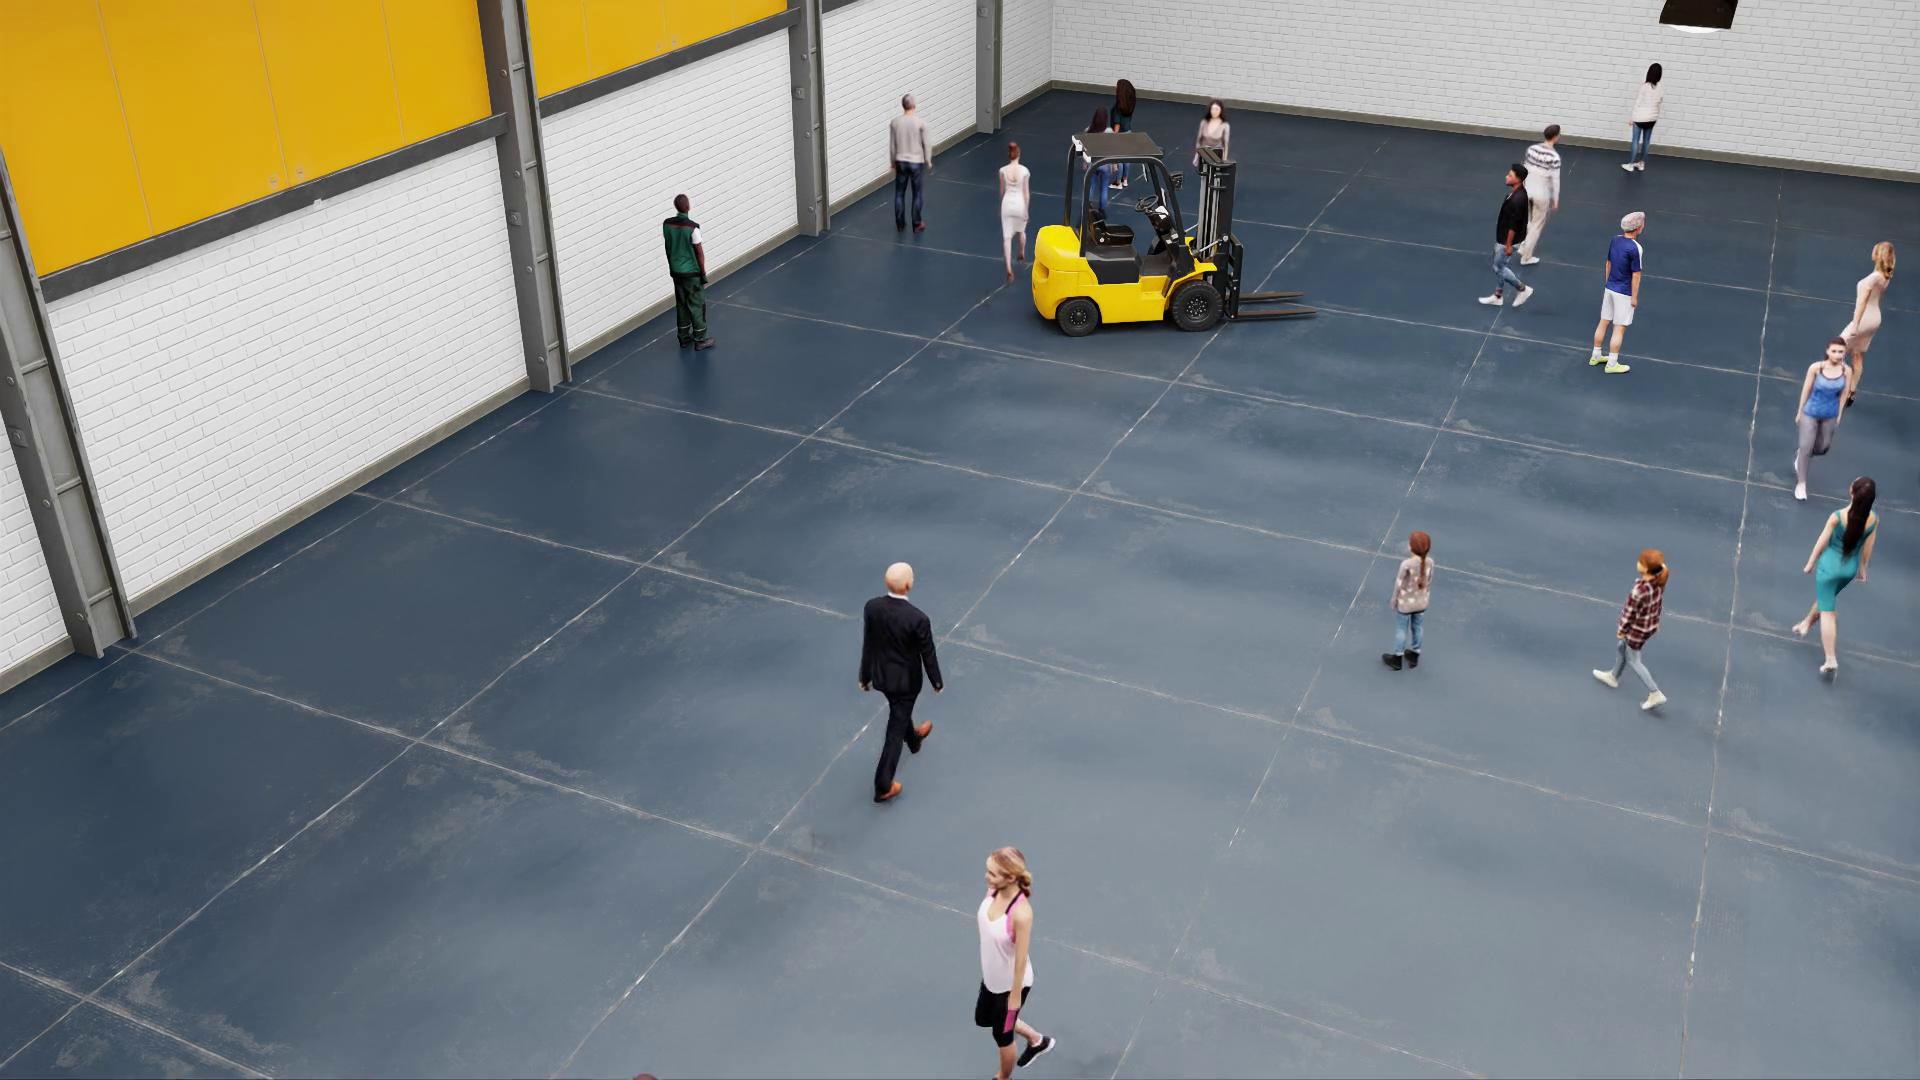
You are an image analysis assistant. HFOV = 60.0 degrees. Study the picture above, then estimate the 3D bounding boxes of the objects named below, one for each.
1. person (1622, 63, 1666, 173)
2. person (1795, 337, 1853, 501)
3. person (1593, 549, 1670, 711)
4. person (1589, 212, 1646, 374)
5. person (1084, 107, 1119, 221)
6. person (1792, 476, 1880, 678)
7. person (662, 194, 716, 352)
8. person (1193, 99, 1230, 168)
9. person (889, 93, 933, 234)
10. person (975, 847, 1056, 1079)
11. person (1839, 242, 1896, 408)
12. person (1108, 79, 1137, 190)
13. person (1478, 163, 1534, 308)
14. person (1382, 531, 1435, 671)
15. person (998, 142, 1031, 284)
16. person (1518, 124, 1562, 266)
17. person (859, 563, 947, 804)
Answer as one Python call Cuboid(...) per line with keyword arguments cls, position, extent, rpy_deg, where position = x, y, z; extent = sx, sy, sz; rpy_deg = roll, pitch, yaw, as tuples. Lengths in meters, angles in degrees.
Cuboid(cls="person", position=(10.594, -6.532, 25.691), extent=(0.706, 1.639, 0.744), rpy_deg=(-7, 29, -12))
Cuboid(cls="person", position=(8.239, -1.206, 15.975), extent=(0.683, 1.594, 0.967), rpy_deg=(6, 29, 11))
Cuboid(cls="person", position=(5.289, 0.694, 12.810), extent=(0.911, 1.289, 0.842), rpy_deg=(-21, 35, -33))
Cuboid(cls="person", position=(7.392, -2.787, 18.618), extent=(0.774, 1.839, 0.720), rpy_deg=(-11, 30, -19))
Cuboid(cls="person", position=(1.953, -5.251, 23.361), extent=(0.609, 1.622, 0.569), rpy_deg=(13, 31, 22))
Cuboid(cls="person", position=(6.954, 0.310, 13.148), extent=(0.848, 1.640, 1.087), rpy_deg=(1, 29, 1))
Cuboid(cls="person", position=(-3.148, -3.096, 19.183), extent=(0.688, 1.839, 0.611), rpy_deg=(15, 32, 25))
Cuboid(cls="person", position=(3.552, -5.358, 23.468), extent=(0.626, 1.707, 1.100), rpy_deg=(14, 32, 25))
Cuboid(cls="person", position=(-0.686, -5.188, 22.953), extent=(0.781, 1.902, 0.691), rpy_deg=(8, 30, 15))
Cuboid(cls="person", position=(0.344, 2.393, 9.185), extent=(0.903, 1.778, 0.834), rpy_deg=(-12, 31, -20))
Cuboid(cls="person", position=(9.665, -2.252, 17.656), extent=(0.670, 1.820, 0.765), rpy_deg=(-17, 33, -28))
Cuboid(cls="person", position=(2.418, -6.082, 24.889), extent=(0.714, 1.617, 0.603), rpy_deg=(21, 35, 33))
Cuboid(cls="person", position=(6.811, -3.697, 20.332), extent=(0.811, 1.795, 0.821), rpy_deg=(9, 30, 16))
Cuboid(cls="person", position=(3.619, 0.480, 13.305), extent=(0.543, 1.192, 0.604), rpy_deg=(-9, 30, -17))
Cuboid(cls="person", position=(0.649, -4.127, 21.177), extent=(0.754, 1.740, 1.144), rpy_deg=(6, 29, 10))
Cuboid(cls="person", position=(7.495, -4.493, 21.748), extent=(0.835, 1.837, 0.819), rpy_deg=(-17, 33, -28))
Cuboid(cls="person", position=(-0.476, 1.030, 11.708), extent=(0.764, 1.754, 1.194), rpy_deg=(15, 32, 25))
